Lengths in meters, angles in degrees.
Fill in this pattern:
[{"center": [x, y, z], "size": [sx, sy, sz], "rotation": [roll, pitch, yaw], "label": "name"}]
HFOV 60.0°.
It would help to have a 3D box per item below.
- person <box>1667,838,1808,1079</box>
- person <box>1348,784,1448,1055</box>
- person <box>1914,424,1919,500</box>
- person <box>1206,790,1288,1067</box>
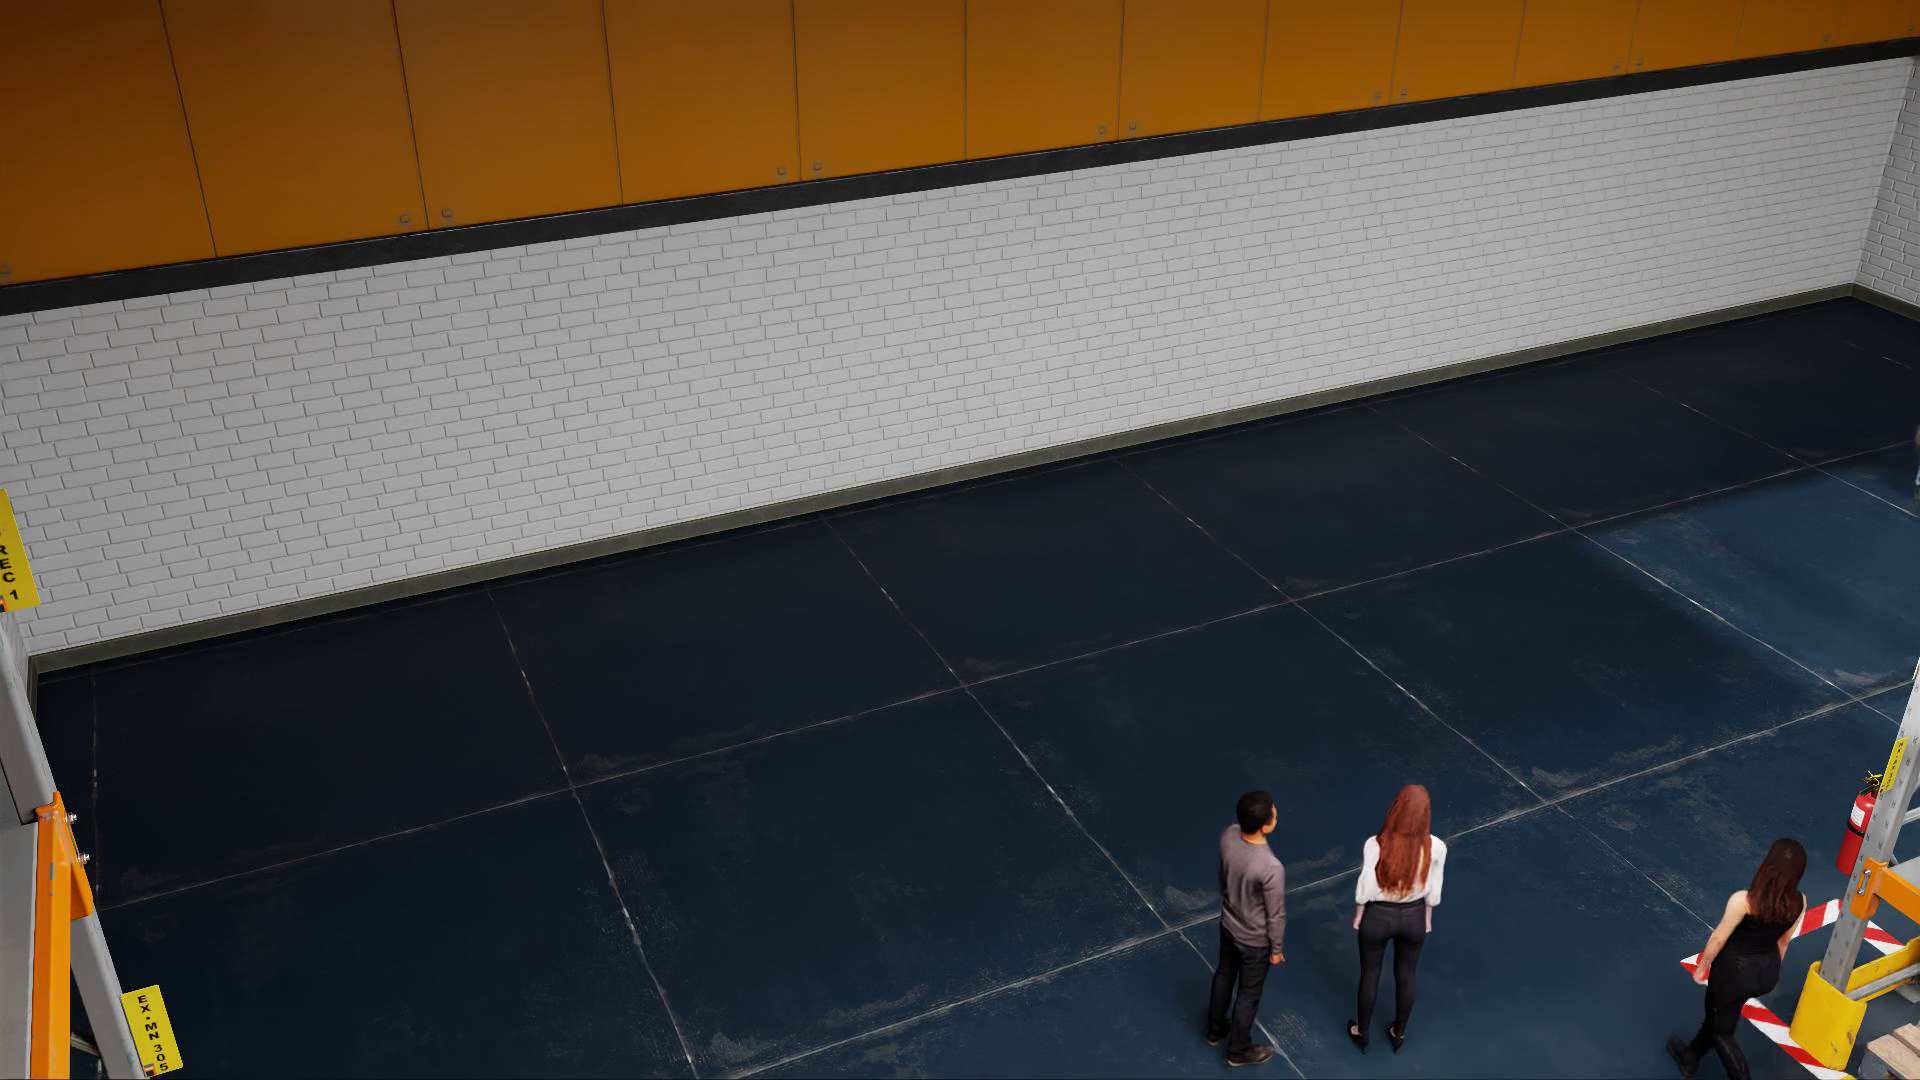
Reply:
[{"center": [4.126, 2.334, 8.663], "size": [0.773, 1.657, 1.114], "rotation": [-7, 29, -13], "label": "person"}, {"center": [2.354, 2.070, 9.038], "size": [0.668, 1.761, 0.647], "rotation": [-1, 29, -2], "label": "person"}, {"center": [8.881, -0.915, 15.113], "size": [0.689, 1.183, 0.718], "rotation": [21, 35, 33], "label": "person"}, {"center": [1.543, 2.089, 8.996], "size": [0.717, 1.768, 0.468], "rotation": [1, 29, 2], "label": "person"}]
